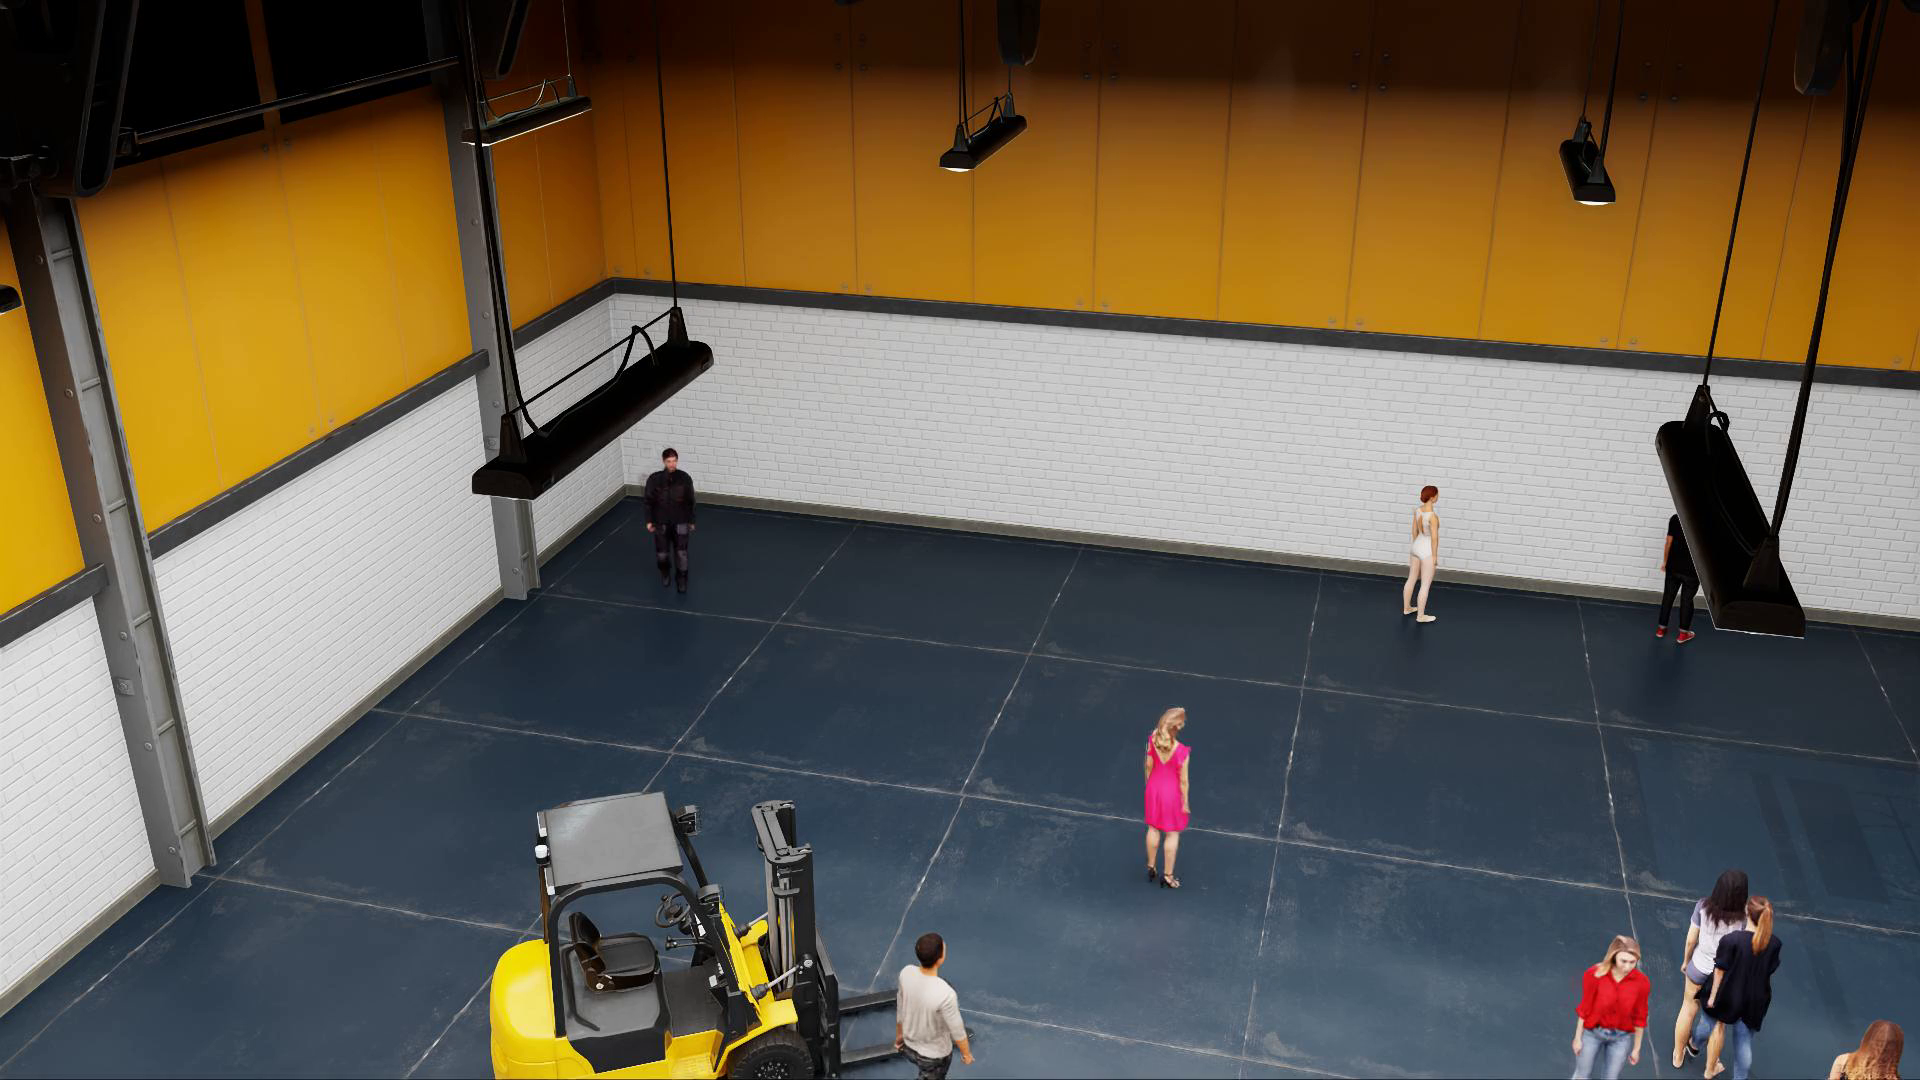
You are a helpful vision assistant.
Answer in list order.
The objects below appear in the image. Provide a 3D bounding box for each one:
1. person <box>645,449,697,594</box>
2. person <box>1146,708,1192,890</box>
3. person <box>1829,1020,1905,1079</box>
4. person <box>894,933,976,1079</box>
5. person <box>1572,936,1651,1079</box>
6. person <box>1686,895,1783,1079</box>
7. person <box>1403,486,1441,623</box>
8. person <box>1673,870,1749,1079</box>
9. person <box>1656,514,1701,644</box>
[{"bbox_3d":[-3.439,-0.258,19.745,0.887,1.829,0.897,-7,25,-15],"label":"person"},{"bbox_3d":[1.750,2.192,14.274,0.670,1.722,0.679,15,28,31],"label":"person"},{"bbox_3d":[5.654,3.821,10.592,0.905,1.685,1.147,20,31,38],"label":"person"},{"bbox_3d":[-0.281,3.488,11.236,0.982,1.780,1.161,20,31,38],"label":"person"},{"bbox_3d":[4.447,3.419,11.487,0.618,1.706,0.517,5,24,11],"label":"person"},{"bbox_3d":[5.569,3.301,11.815,0.762,1.658,1.026,1,24,3],"label":"person"},{"bbox_3d":[5.311,0.141,19.063,0.675,1.644,0.598,-10,26,-22],"label":"person"},{"bbox_3d":[5.484,3.135,12.101,0.652,1.733,0.625,17,29,34],"label":"person"},{"bbox_3d":[8.090,0.293,18.575,0.707,1.756,0.705,20,30,38],"label":"person"}]
